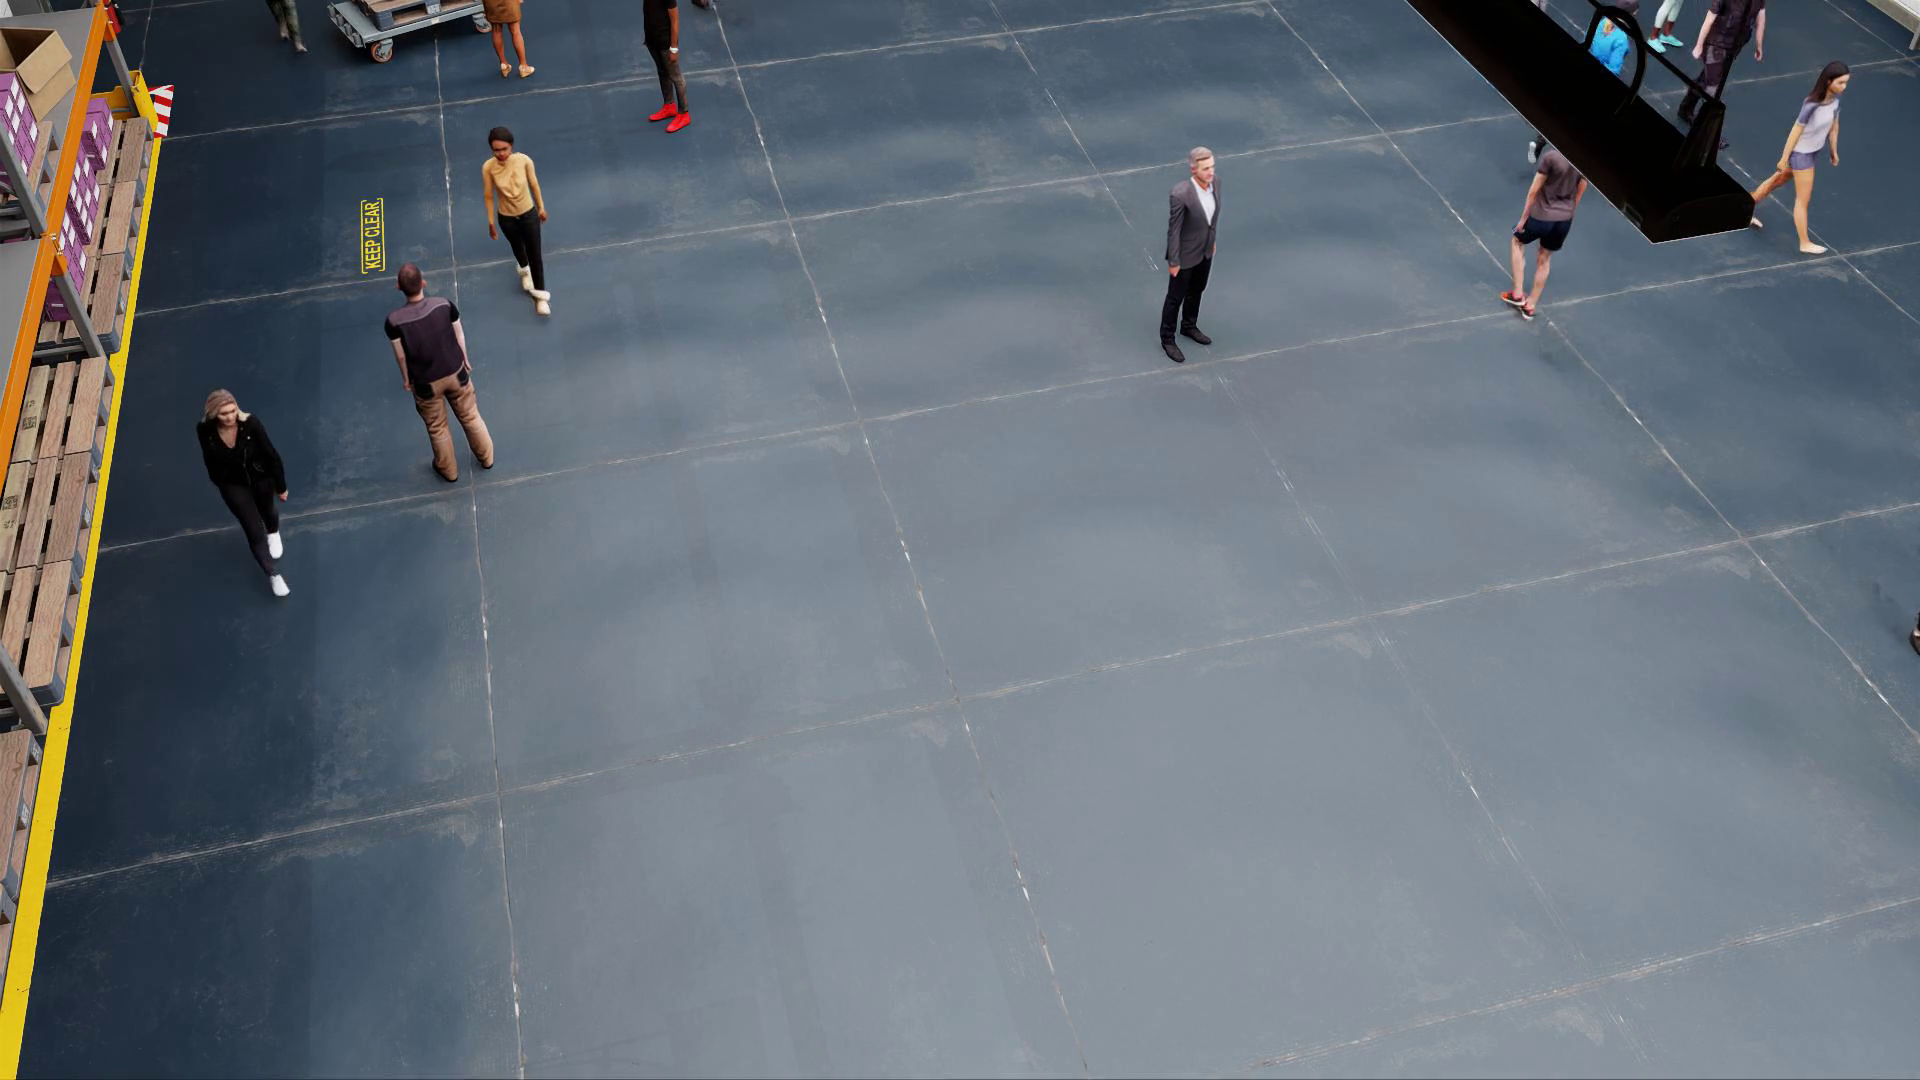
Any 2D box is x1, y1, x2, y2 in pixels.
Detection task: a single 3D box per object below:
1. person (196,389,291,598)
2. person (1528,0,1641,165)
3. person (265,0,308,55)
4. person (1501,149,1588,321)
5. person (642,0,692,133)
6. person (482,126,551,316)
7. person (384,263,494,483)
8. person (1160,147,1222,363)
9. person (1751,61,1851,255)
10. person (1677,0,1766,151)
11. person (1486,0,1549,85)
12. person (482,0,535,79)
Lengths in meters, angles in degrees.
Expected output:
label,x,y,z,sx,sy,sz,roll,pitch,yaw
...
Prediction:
label,x,y,z,sx,sy,sz,roll,pitch,yaw
person,-4.917,-0.445,11.443,0.741,1.645,1.038,-13,45,-13
person,5.752,-4.137,15.225,0.745,1.774,1.035,-7,44,-7
person,-7.131,-5.881,17.182,0.775,1.600,1.192,-18,46,-18
person,4.832,-2.580,13.545,0.718,1.837,0.693,-5,44,-5
person,-2.839,-4.823,15.922,0.772,1.806,0.637,-33,52,-29
person,-3.696,-2.732,13.864,0.637,1.617,1.049,-10,44,-10
person,-3.810,-1.219,12.113,0.740,1.841,0.675,-21,47,-20
person,1.850,-2.319,13.267,0.804,1.842,0.789,-33,53,-30
person,7.277,-3.396,14.514,0.908,1.682,1.197,-29,51,-27
person,7.199,-4.716,15.812,0.775,1.801,1.147,-14,45,-14
person,5.583,-5.332,16.510,0.636,1.731,0.755,34,53,30
person,-4.615,-5.441,16.658,0.640,1.685,0.651,9,44,10
